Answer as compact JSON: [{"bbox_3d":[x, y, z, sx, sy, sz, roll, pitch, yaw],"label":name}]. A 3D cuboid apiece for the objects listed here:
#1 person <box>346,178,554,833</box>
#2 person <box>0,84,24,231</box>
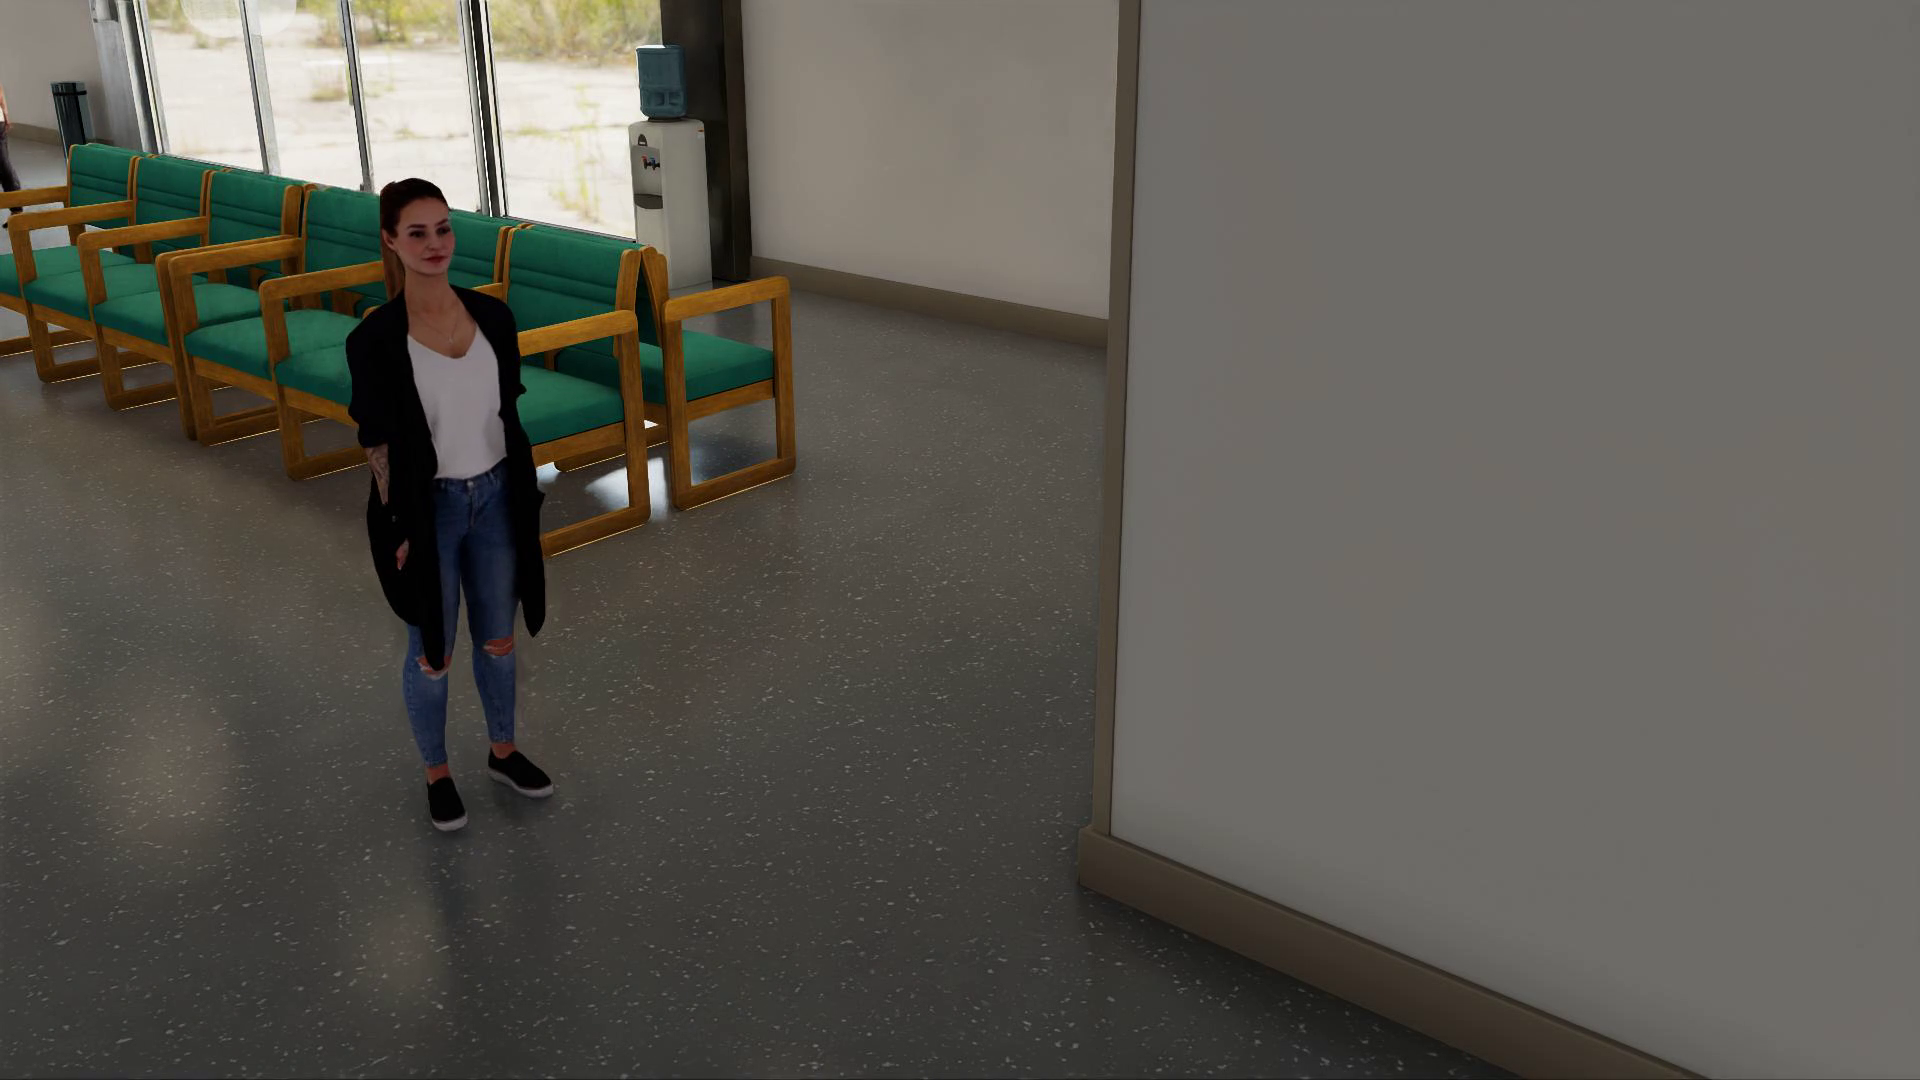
[{"bbox_3d":[-1.317,-0.085,4.291,0.539,1.684,0.717,-17,27,-38],"label":"person"},{"bbox_3d":[-7.183,-3.085,12.126,0.715,1.714,0.503,15,26,35],"label":"person"}]
